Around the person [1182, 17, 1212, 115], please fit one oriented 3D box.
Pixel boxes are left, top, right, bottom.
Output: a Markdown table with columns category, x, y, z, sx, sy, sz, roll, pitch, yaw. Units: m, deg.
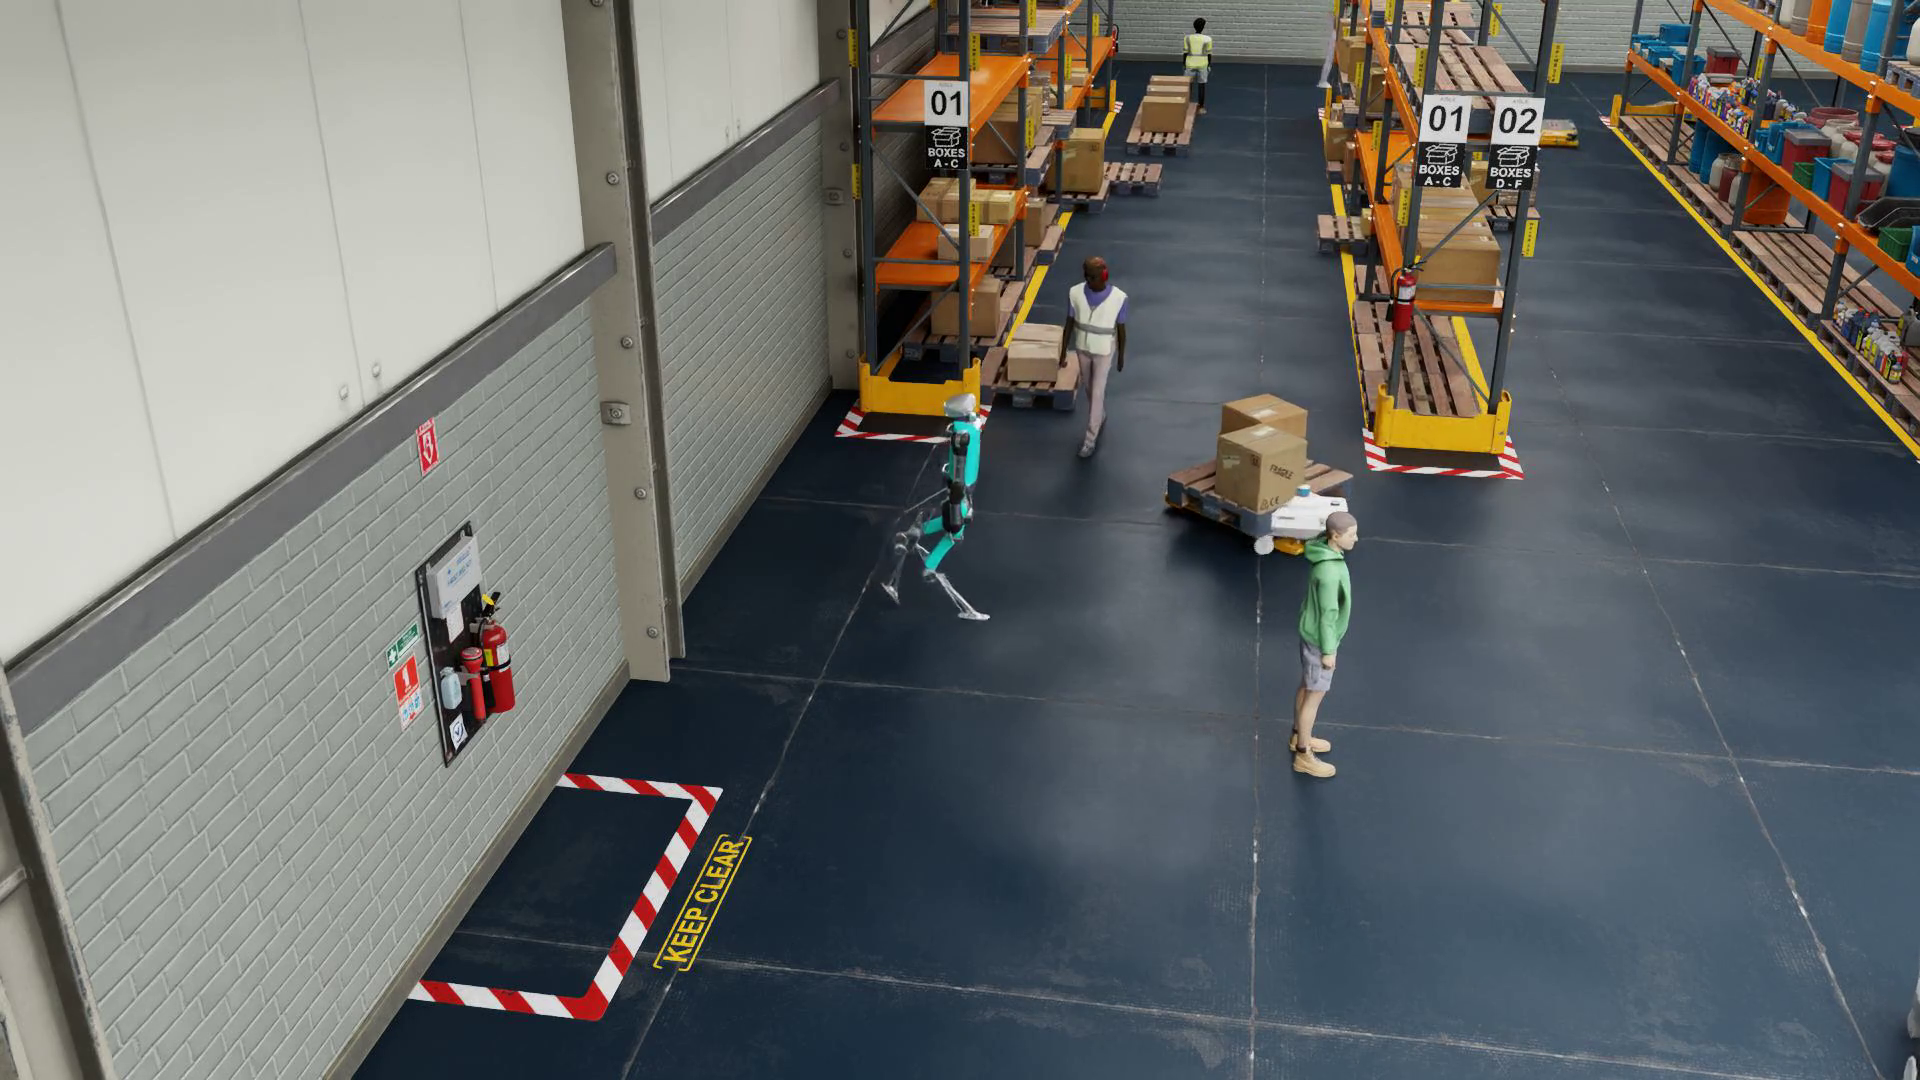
| category | x | y | z | sx | sy | sz | roll | pitch | yaw |
| --- | --- | --- | --- | --- | --- | --- | --- | --- | --- |
| person | 4.249 | -8.495 | 29.849 | 0.539 | 1.695 | 0.317 | 7 | 26 | 15 |

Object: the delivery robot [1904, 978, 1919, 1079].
| category | x | y | z | sx | sy | sz | roll | pitch | yaw |
| --- | --- | --- | --- | --- | --- | --- | --- | --- | --- |
| delivery robot | 4.791 | 2.392 | 7.924 | 0.499 | 0.614 | 0.818 | 8 | 26 | 17 |

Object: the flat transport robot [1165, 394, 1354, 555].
| category | x | y | z | sx | sy | sz | roll | pitch | yaw |
| --- | --- | --- | --- | --- | --- | --- | --- | --- | --- |
| flat transport robot | 2.464 | -0.258 | 13.910 | 0.659 | 0.231 | 1.431 | -20 | 31 | -36 |

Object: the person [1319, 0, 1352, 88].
| category | x | y | z | sx | sy | sz | roll | pitch | yaw |
| --- | --- | --- | --- | --- | --- | --- | --- | --- | --- |
| person | 7.447 | -9.640 | 32.158 | 0.957 | 1.809 | 0.549 | 13 | 28 | 26 |

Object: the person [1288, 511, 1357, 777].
| category | x | y | z | sx | sy | sz | roll | pitch | yaw |
| --- | --- | --- | --- | --- | --- | --- | --- | --- | --- |
| person | 2.233 | 0.621 | 10.291 | 0.314 | 1.738 | 0.480 | 3 | 25 | 7 |

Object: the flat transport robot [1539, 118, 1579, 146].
| category | x | y | z | sx | sy | sz | roll | pitch | yaw |
| --- | --- | --- | --- | --- | --- | --- | --- | --- | --- |
| flat transport robot | 10.054 | -6.910 | 28.147 | 0.659 | 0.231 | 1.431 | 6 | 26 | 12 |

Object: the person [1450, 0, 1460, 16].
| category | x | y | z | sx | sy | sz | roll | pitch | yaw |
| --- | --- | --- | --- | --- | --- | --- | --- | --- | --- |
| person | 9.346 | -9.403 | 31.715 | 0.311 | 1.768 | 0.527 | -17 | 30 | -33 |

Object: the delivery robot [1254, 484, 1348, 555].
| category | x | y | z | sx | sy | sz | roll | pitch | yaw |
| --- | --- | --- | --- | --- | --- | --- | --- | --- | --- |
| delivery robot | 2.761 | -0.149 | 13.360 | 0.807 | 0.613 | 0.499 | 3 | 25 | 7 |

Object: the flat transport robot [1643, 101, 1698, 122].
| category | x | y | z | sx | sy | sz | roll | pitch | yaw |
| --- | --- | --- | --- | --- | --- | --- | --- | --- | --- |
| flat transport robot | 12.952 | -7.599 | 29.622 | 1.431 | 0.231 | 0.659 | 22 | 33 | 38 |

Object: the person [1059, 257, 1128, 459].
| category | x | y | z | sx | sy | sz | roll | pitch | yaw |
| --- | --- | --- | --- | --- | --- | --- | --- | --- | --- |
| person | 1.248 | -1.739 | 15.273 | 0.569 | 1.799 | 0.883 | 14 | 28 | 27 |

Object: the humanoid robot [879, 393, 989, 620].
| category | x | y | z | sx | sy | sz | roll | pitch | yaw |
| --- | --- | --- | --- | --- | --- | --- | --- | --- | --- |
| humanoid robot | -0.281 | -0.234 | 12.147 | 0.954 | 1.773 | 0.538 | 5 | 25 | 10 |
